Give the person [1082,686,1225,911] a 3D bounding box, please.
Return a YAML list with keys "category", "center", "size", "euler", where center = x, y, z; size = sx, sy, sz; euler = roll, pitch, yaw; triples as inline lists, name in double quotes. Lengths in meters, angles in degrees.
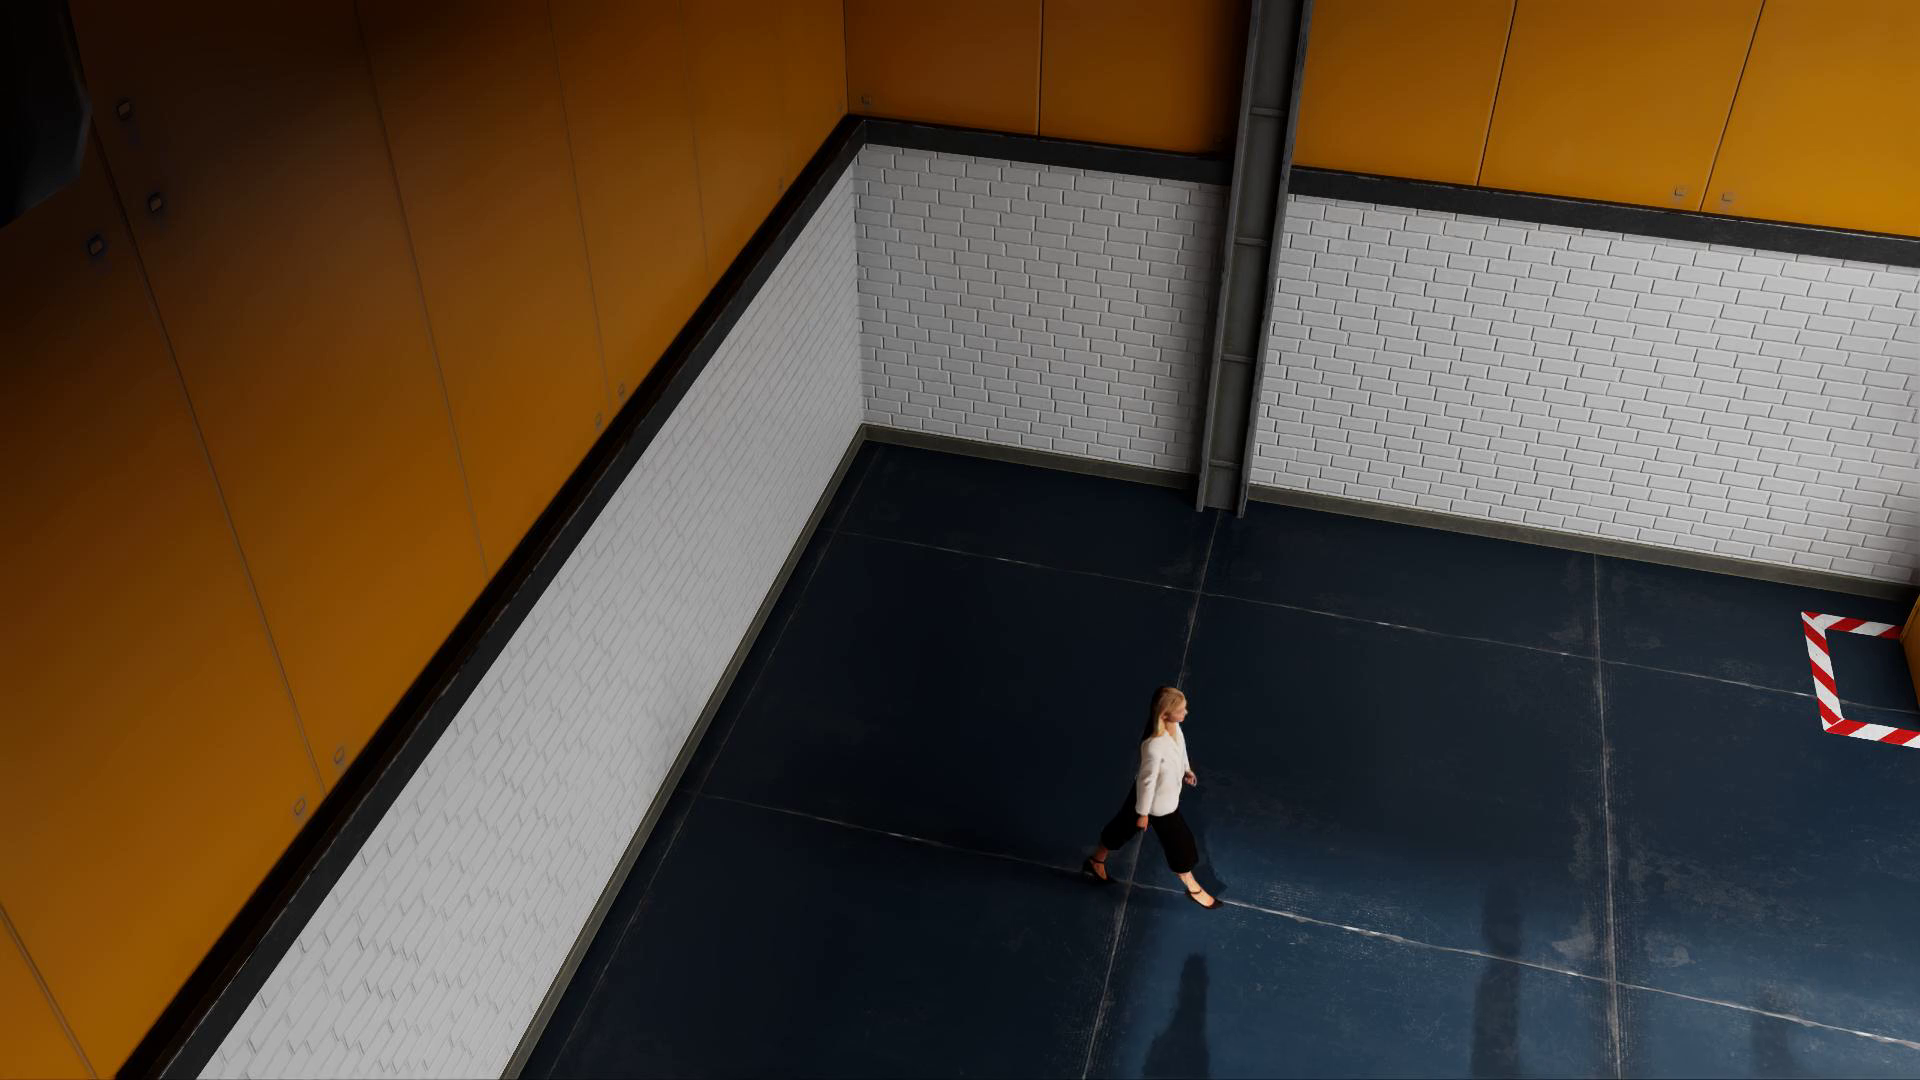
- category: "person"
  center: [1.107, 1.557, 10.134]
  size: [1.131, 1.811, 0.644]
  euler: [9, 39, 11]
